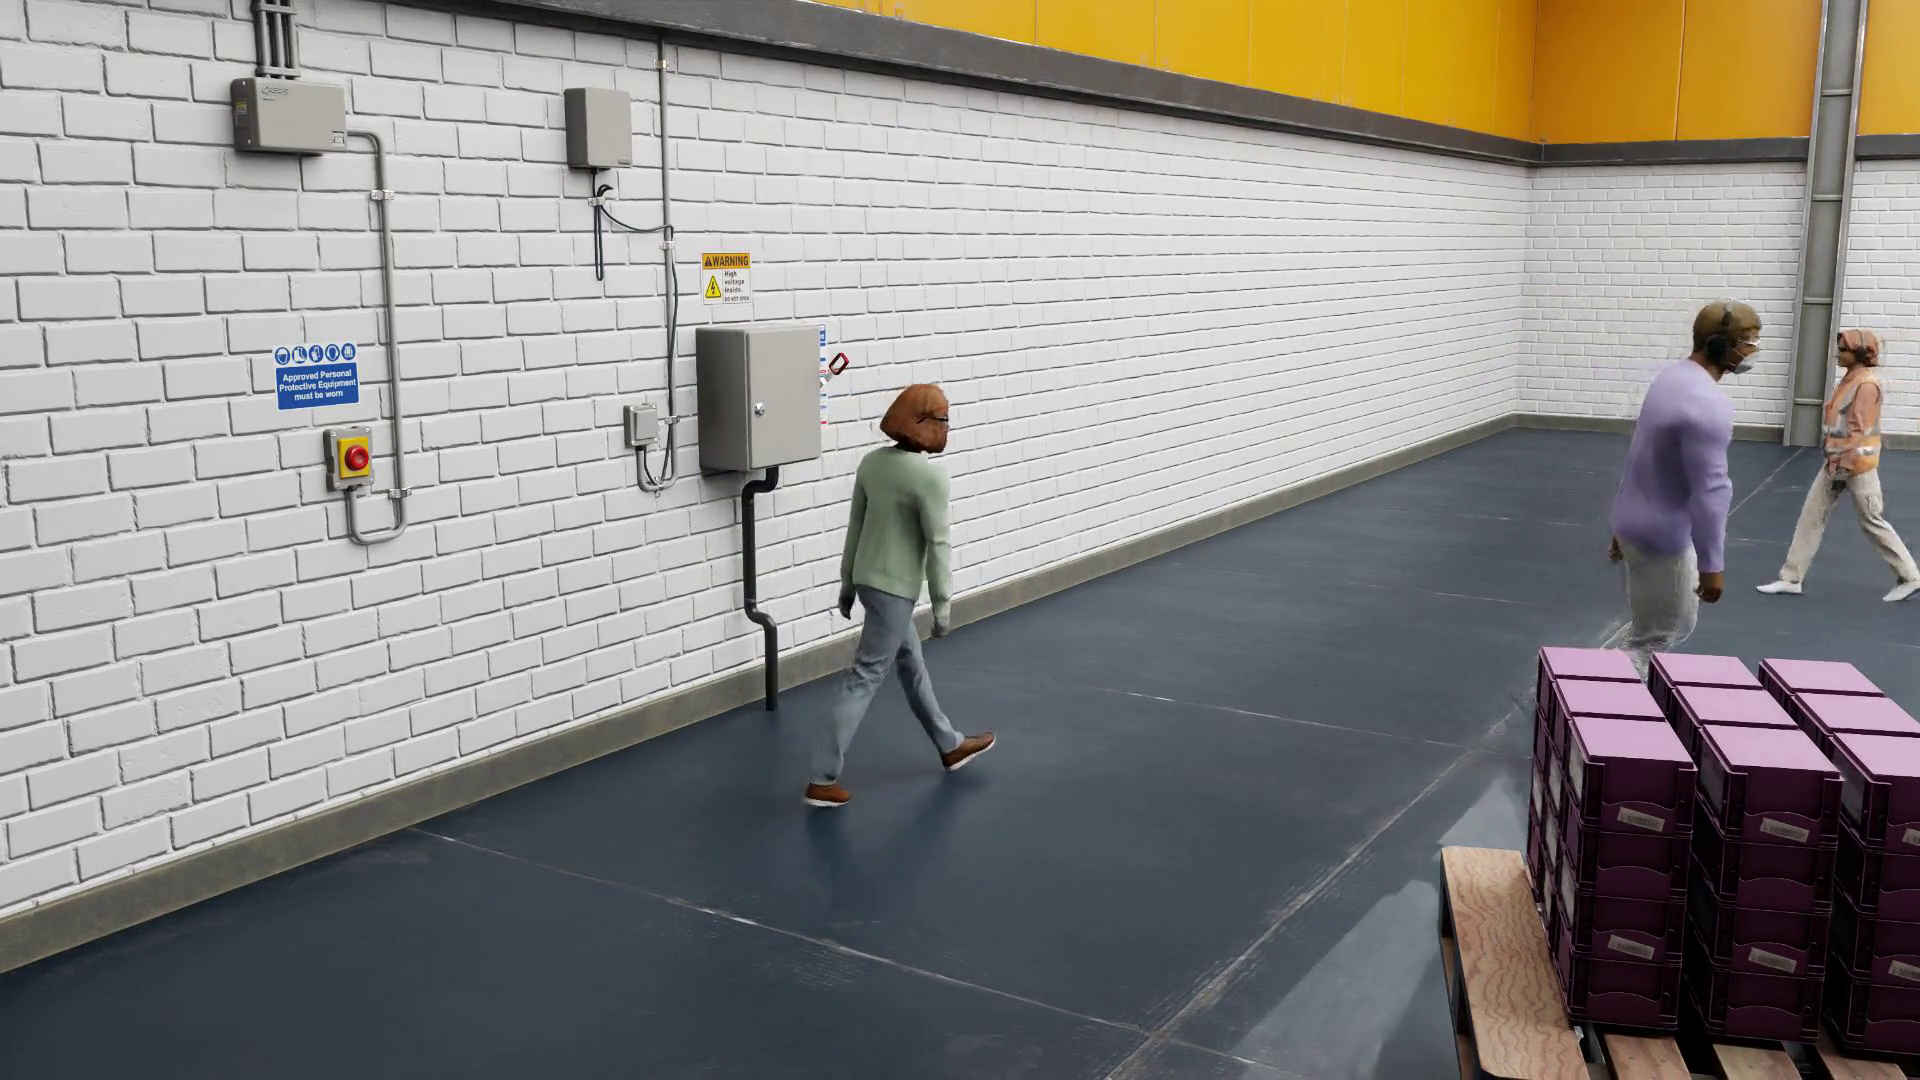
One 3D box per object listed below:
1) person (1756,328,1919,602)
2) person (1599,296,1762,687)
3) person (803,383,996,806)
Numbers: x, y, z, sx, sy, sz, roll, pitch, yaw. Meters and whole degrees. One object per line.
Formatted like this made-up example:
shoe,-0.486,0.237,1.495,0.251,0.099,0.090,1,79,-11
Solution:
person,5.220,-0.433,9.687,0.864,1.601,0.514,1,10,7
person,2.688,0.012,6.388,0.580,1.894,0.649,3,11,16
person,-0.238,0.199,6.263,0.929,1.567,0.507,-7,13,-35
